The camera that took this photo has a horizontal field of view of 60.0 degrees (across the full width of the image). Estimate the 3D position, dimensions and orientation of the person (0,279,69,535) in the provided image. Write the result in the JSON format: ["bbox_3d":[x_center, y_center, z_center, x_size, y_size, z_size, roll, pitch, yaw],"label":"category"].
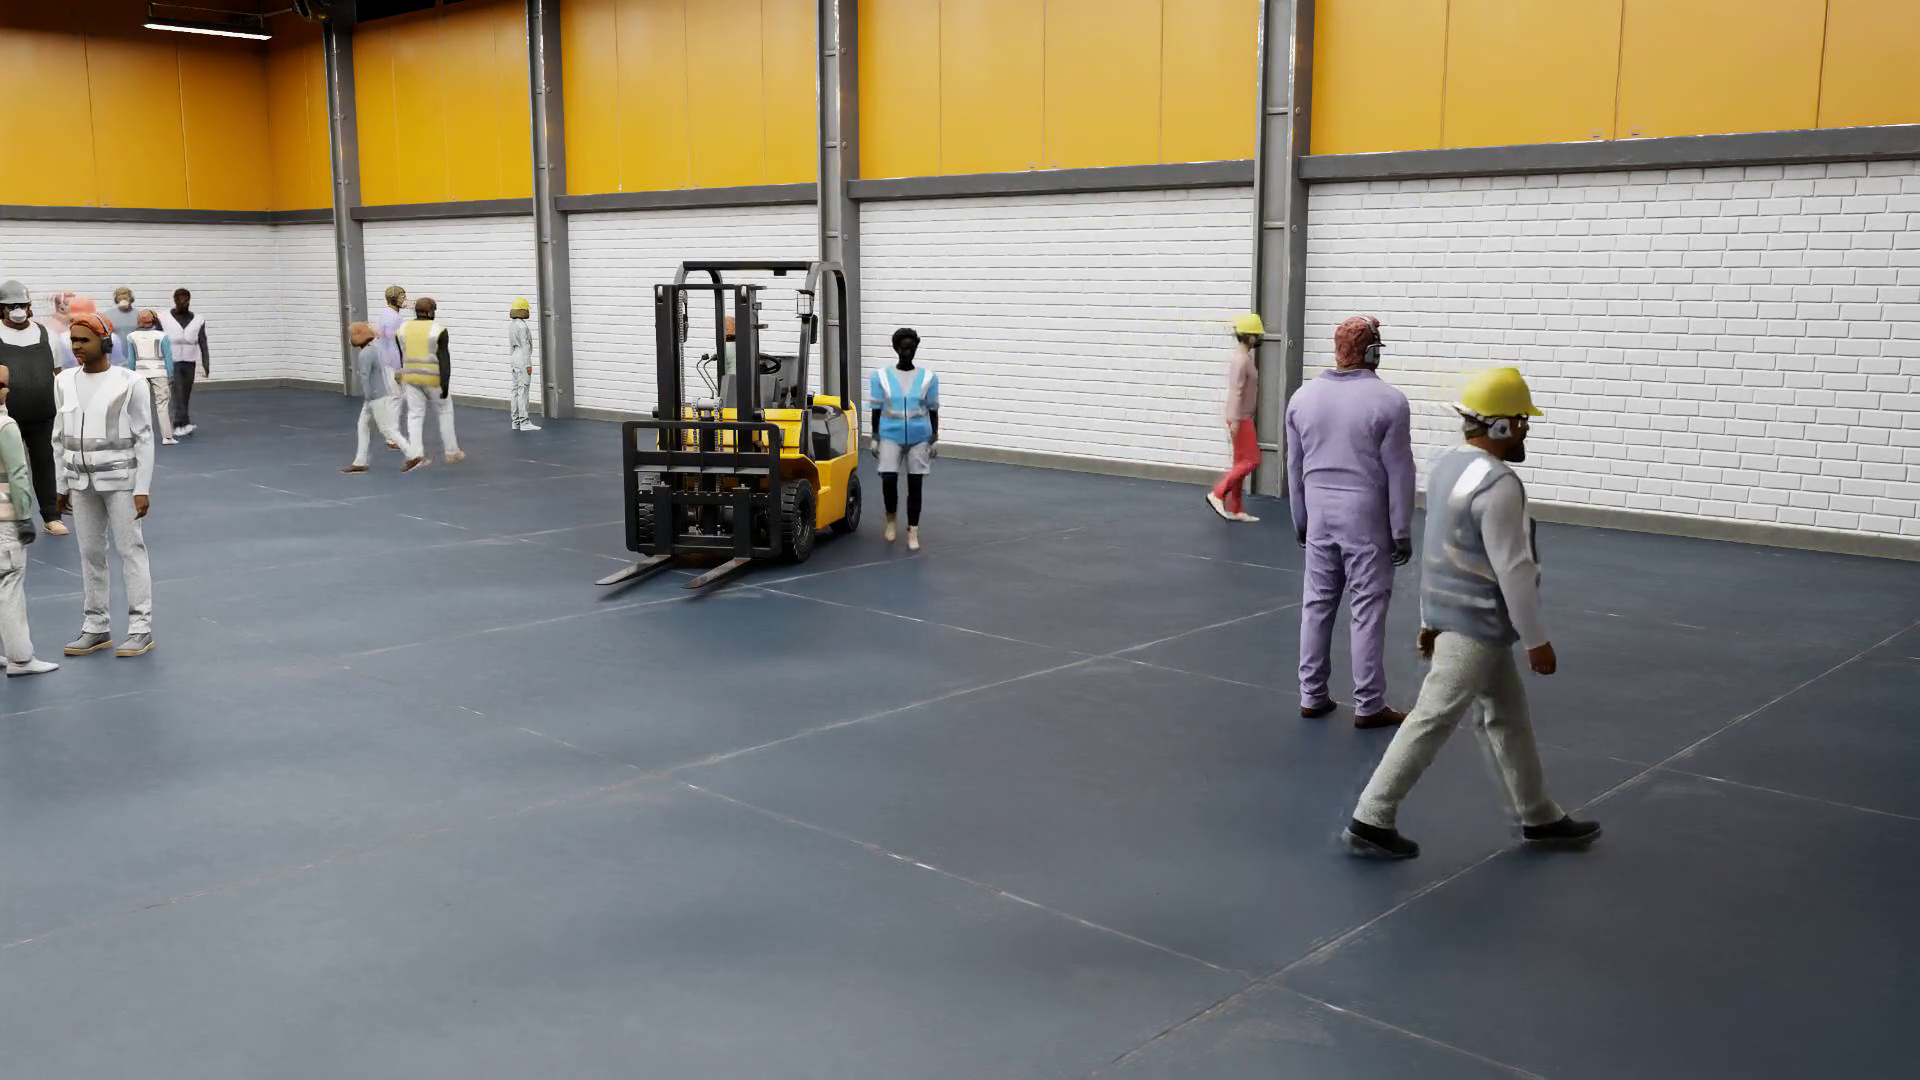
[{"bbox_3d":[-7.364,-1.024,13.092,0.674,2.000,0.535,-9,13,-43],"label":"person"}]

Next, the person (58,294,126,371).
[{"bbox_3d":[-7.874,-1.295,15.186,0.558,1.903,0.720,-2,9,-10],"label":"person"}]

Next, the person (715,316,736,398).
[{"bbox_3d":[-2.368,-1.495,17.219,0.279,1.634,0.499,5,11,30],"label":"person"}]

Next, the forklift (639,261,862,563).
[{"bbox_3d":[-1.552,-1.040,12.721,1.214,2.155,2.313,2,9,11],"label":"forklift"}]

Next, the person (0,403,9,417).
[{"bbox_3d":[-7.361,-0.723,12.489,0.507,1.632,0.275,1,9,9],"label":"person"}]

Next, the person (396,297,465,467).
[{"bbox_3d":[-5.719,-1.709,18.006,0.630,1.814,0.817,2,9,10],"label":"person"}]

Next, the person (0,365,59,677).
[{"bbox_3d":[-5.029,-0.103,8.665,0.515,1.642,0.314,5,10,26],"label":"person"}]

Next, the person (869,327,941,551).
[{"bbox_3d":[-0.408,-0.750,12.471,0.544,1.687,0.356,-1,9,-6],"label":"person"}]

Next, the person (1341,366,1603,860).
[{"bbox_3d":[1.837,0.273,5.952,0.970,1.788,0.585,1,9,3],"label":"person"}]

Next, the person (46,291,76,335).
[{"bbox_3d":[-9.626,-1.722,17.864,0.736,1.887,0.652,-2,9,-13],"label":"person"}]

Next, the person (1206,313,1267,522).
[{"bbox_3d":[2.351,-1.004,13.862,0.394,1.755,0.524,2,9,11],"label":"person"}]

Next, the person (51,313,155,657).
[{"bbox_3d":[-4.693,-0.295,9.110,0.574,1.882,0.356,1,9,8],"label":"person"}]

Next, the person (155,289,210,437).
[{"bbox_3d":[-9.756,-2.216,20.931,0.610,1.861,1.004,-9,13,-44],"label":"person"}]

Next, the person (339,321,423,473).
[{"bbox_3d":[-6.013,-1.477,17.239,0.810,1.588,0.523,-2,10,-13],"label":"person"}]

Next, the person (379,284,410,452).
[{"bbox_3d":[-6.572,-1.997,19.368,0.353,1.937,0.635,-4,10,-22],"label":"person"}]

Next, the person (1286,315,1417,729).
[{"bbox_3d":[1.829,-0.082,7.730,0.642,1.909,0.409,9,13,43],"label":"person"}]

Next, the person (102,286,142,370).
[{"bbox_3d":[-10.787,-2.344,21.582,0.630,1.910,0.847,-5,10,-28],"label":"person"}]

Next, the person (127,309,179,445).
[{"bbox_3d":[-9.704,-1.946,19.973,0.511,1.641,0.307,-1,9,-4],"label":"person"}]

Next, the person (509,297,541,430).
[{"bbox_3d":[-5.769,-2.320,21.949,0.294,1.744,0.484,-7,12,-37],"label":"person"}]
